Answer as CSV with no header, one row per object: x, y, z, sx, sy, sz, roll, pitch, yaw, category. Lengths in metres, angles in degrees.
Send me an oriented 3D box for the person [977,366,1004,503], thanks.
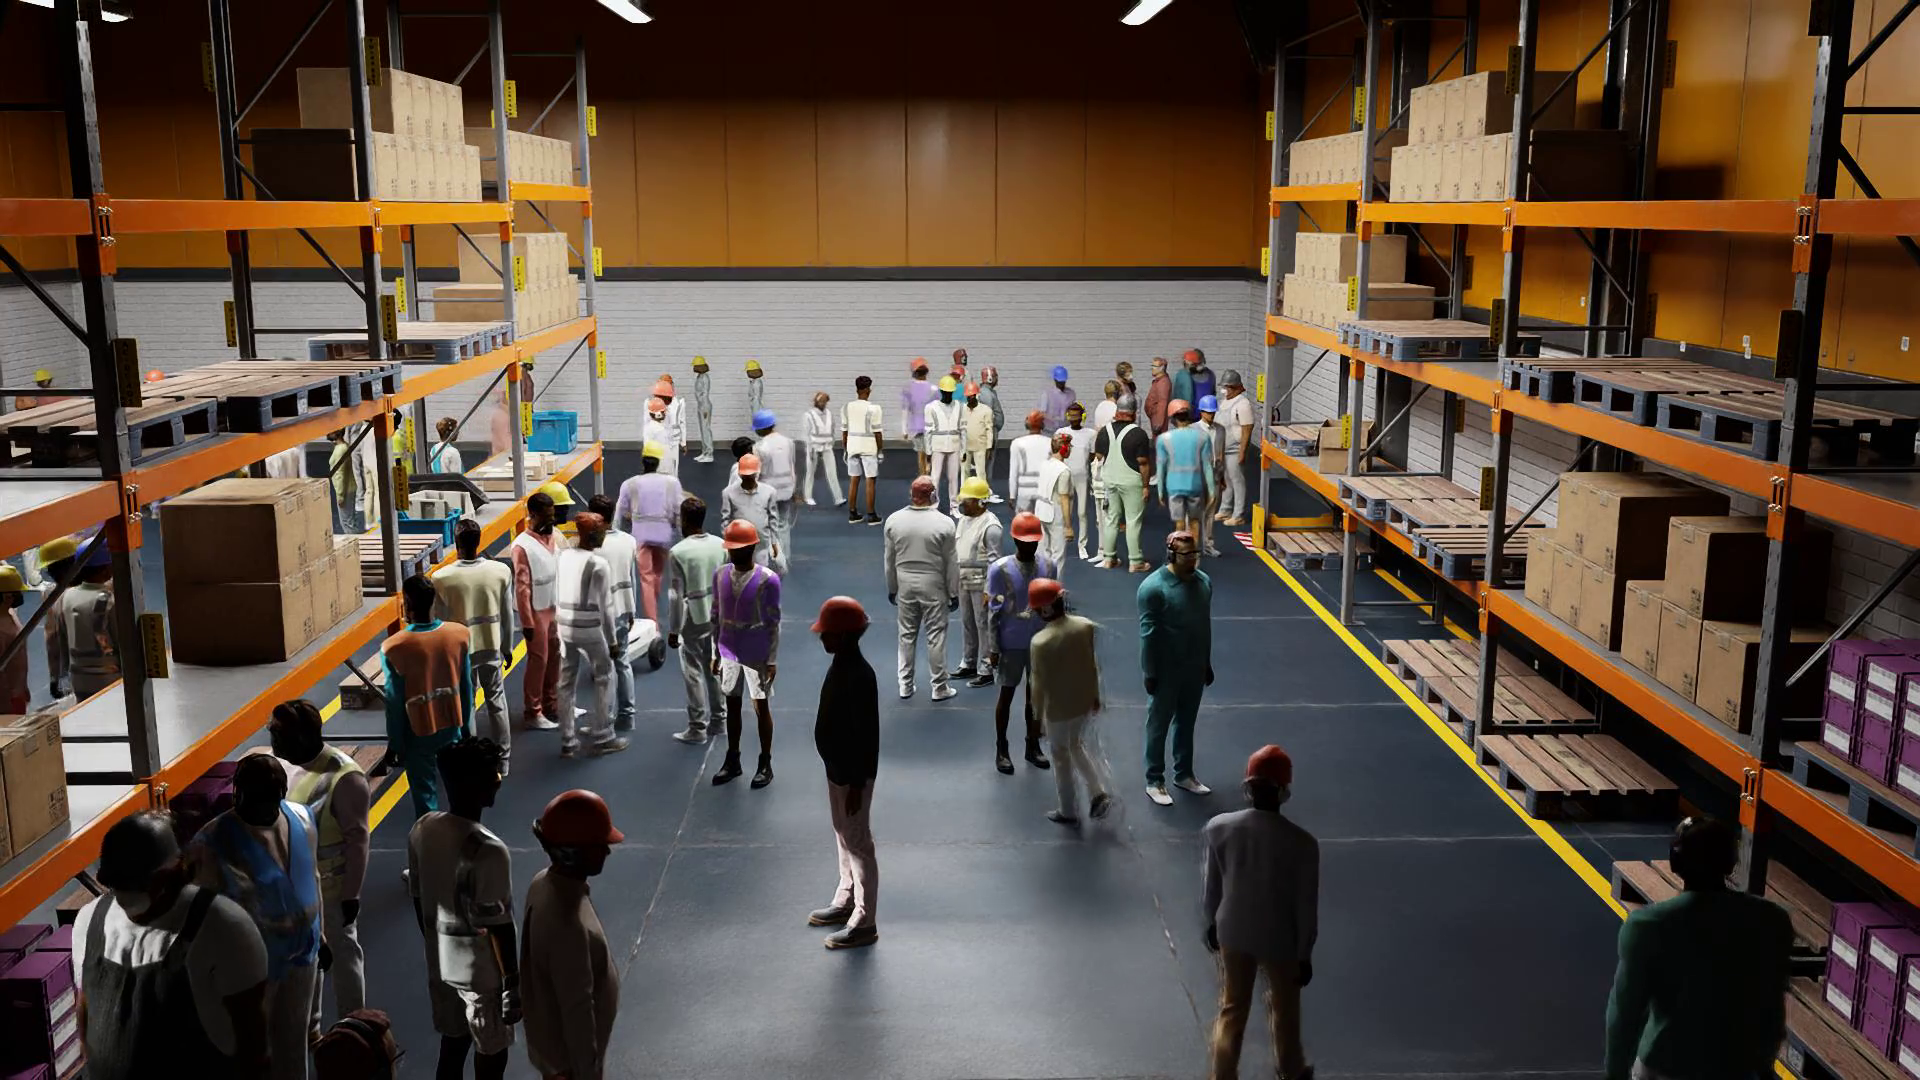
0.421,-1.486,23.410,0.408,1.913,0.643,-1,11,-7,person

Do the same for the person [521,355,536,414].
-7.109,-2.191,27.343,0.341,1.758,0.530,0,11,-1,person

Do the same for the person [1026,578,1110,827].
0.697,1.085,11.009,0.624,1.709,0.492,-10,15,-42,person

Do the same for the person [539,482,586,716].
-3.282,0.479,13.514,0.374,1.925,0.595,-6,13,-28,person

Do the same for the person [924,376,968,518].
-0.179,-1.223,22.086,0.585,1.918,0.410,-3,12,-15,person

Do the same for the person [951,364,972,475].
-0.009,-1.848,25.671,0.564,1.728,0.460,5,12,25,person

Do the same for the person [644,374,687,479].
-3.998,-1.314,22.613,0.573,1.884,0.359,-5,12,-22,person

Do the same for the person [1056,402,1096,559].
1.354,-0.696,19.567,0.533,1.864,0.310,1,11,6,person

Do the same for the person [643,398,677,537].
-3.785,-0.914,20.929,0.323,1.755,0.565,-6,13,-28,person

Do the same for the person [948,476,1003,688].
0.123,0.353,14.377,0.404,1.836,0.590,-7,13,-31,person

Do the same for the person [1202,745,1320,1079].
1.379,1.767,7.581,0.585,1.720,0.742,7,13,33,person

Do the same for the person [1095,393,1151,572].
1.912,-0.661,18.948,0.689,2.000,0.539,9,14,38,person

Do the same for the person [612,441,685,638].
-3.044,-0.013,16.115,0.722,1.861,0.972,-4,12,-19,person

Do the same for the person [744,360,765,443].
-3.250,-1.986,26.368,0.321,1.737,0.483,-1,11,-6,person

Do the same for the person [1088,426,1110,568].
1.667,-0.503,19.161,0.308,1.641,0.515,-2,11,-8,person

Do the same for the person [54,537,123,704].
-5.728,0.941,11.145,0.610,1.947,0.388,4,12,20,person

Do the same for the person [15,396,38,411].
-12.619,-1.189,22.617,0.266,1.631,0.507,-1,11,-6,person

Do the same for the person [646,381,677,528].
-3.836,-1.088,21.375,0.478,1.923,0.567,3,12,13,person

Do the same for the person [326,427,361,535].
-7.098,-0.549,19.102,0.339,1.761,0.524,-2,12,-12,person

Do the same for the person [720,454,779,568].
-2.051,0.017,16.272,0.568,1.748,0.340,-3,12,-13,person

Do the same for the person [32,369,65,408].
-13.586,-1.712,24.968,0.526,1.751,0.690,1,11,7,person

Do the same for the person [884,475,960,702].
-0.301,0.404,13.948,0.654,1.904,0.406,4,12,19,person

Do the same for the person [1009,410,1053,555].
0.832,-0.533,18.732,0.611,1.866,0.480,-2,11,-11,person

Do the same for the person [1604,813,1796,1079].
2.706,1.950,6.165,0.671,1.914,0.409,-1,11,-3,person

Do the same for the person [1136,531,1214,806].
1.529,0.875,11.581,0.643,1.909,0.410,-8,14,-36,person

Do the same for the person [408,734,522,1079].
-2.034,1.766,6.964,0.614,1.963,0.362,9,14,38,person

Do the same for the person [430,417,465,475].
-5.590,-0.431,18.285,0.508,1.846,0.345,9,15,39,person

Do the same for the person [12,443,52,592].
-10.027,-0.261,17.943,0.307,1.643,0.514,-7,13,-31,person

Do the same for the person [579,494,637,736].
-2.745,0.591,13.018,0.409,1.907,0.598,6,13,27,person

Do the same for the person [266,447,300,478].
-7.332,-0.366,17.953,0.388,1.848,0.564,5,12,22,person

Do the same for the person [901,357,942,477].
-0.509,-1.618,23.897,0.666,2.005,0.700,3,12,14,person

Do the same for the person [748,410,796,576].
-2.078,-0.524,18.654,0.625,1.898,0.647,10,15,41,person
